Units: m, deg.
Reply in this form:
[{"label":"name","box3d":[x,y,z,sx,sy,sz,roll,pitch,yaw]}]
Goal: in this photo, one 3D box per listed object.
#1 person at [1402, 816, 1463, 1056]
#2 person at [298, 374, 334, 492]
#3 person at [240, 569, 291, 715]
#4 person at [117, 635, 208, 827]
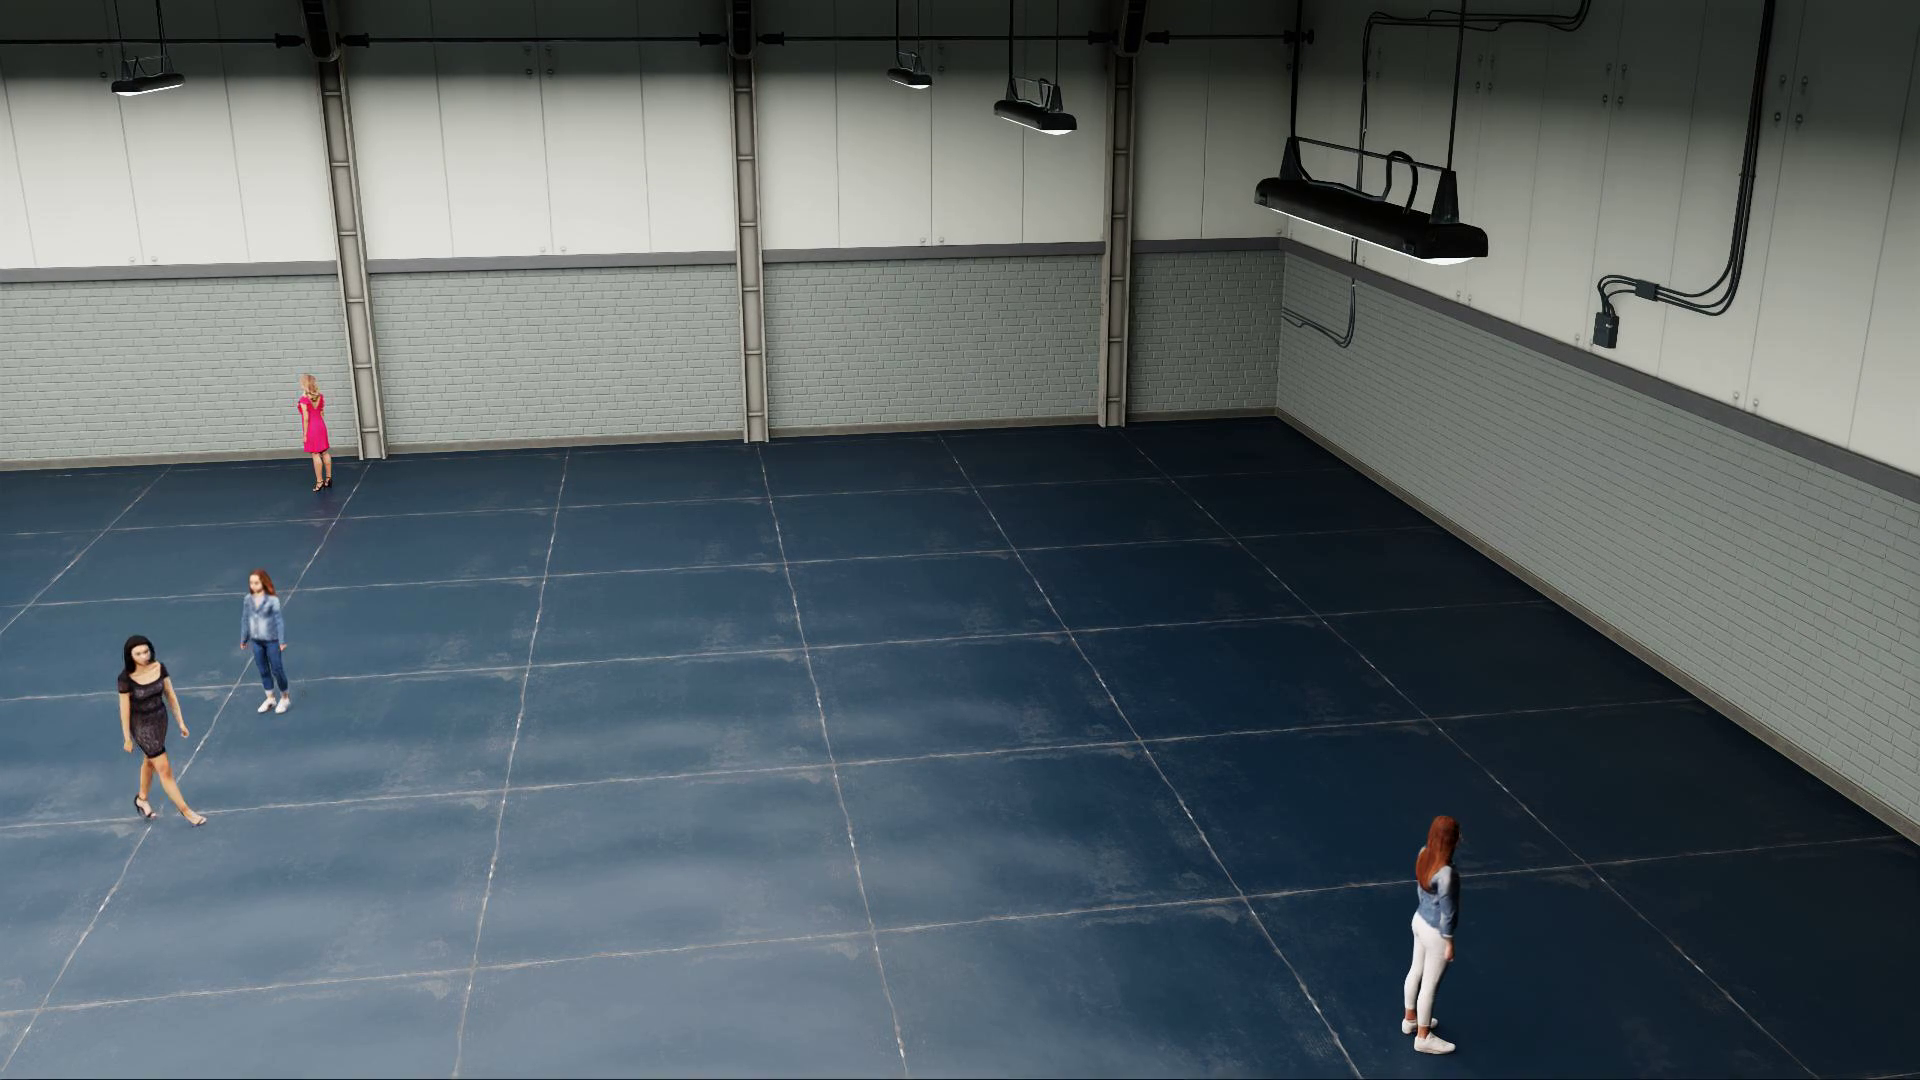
[{"label":"person","box3d":[3.201,2.653,11.300,0.520,1.703,0.622,-2,18,-6]},{"label":"person","box3d":[-9.394,-1.579,24.254,0.697,1.728,0.663,8,20,23]},{"label":"person","box3d":[-6.980,0.989,16.777,0.613,1.476,0.720,5,19,14]},{"label":"person","box3d":[-7.026,1.649,14.328,1.141,1.737,0.974,8,20,24]}]
